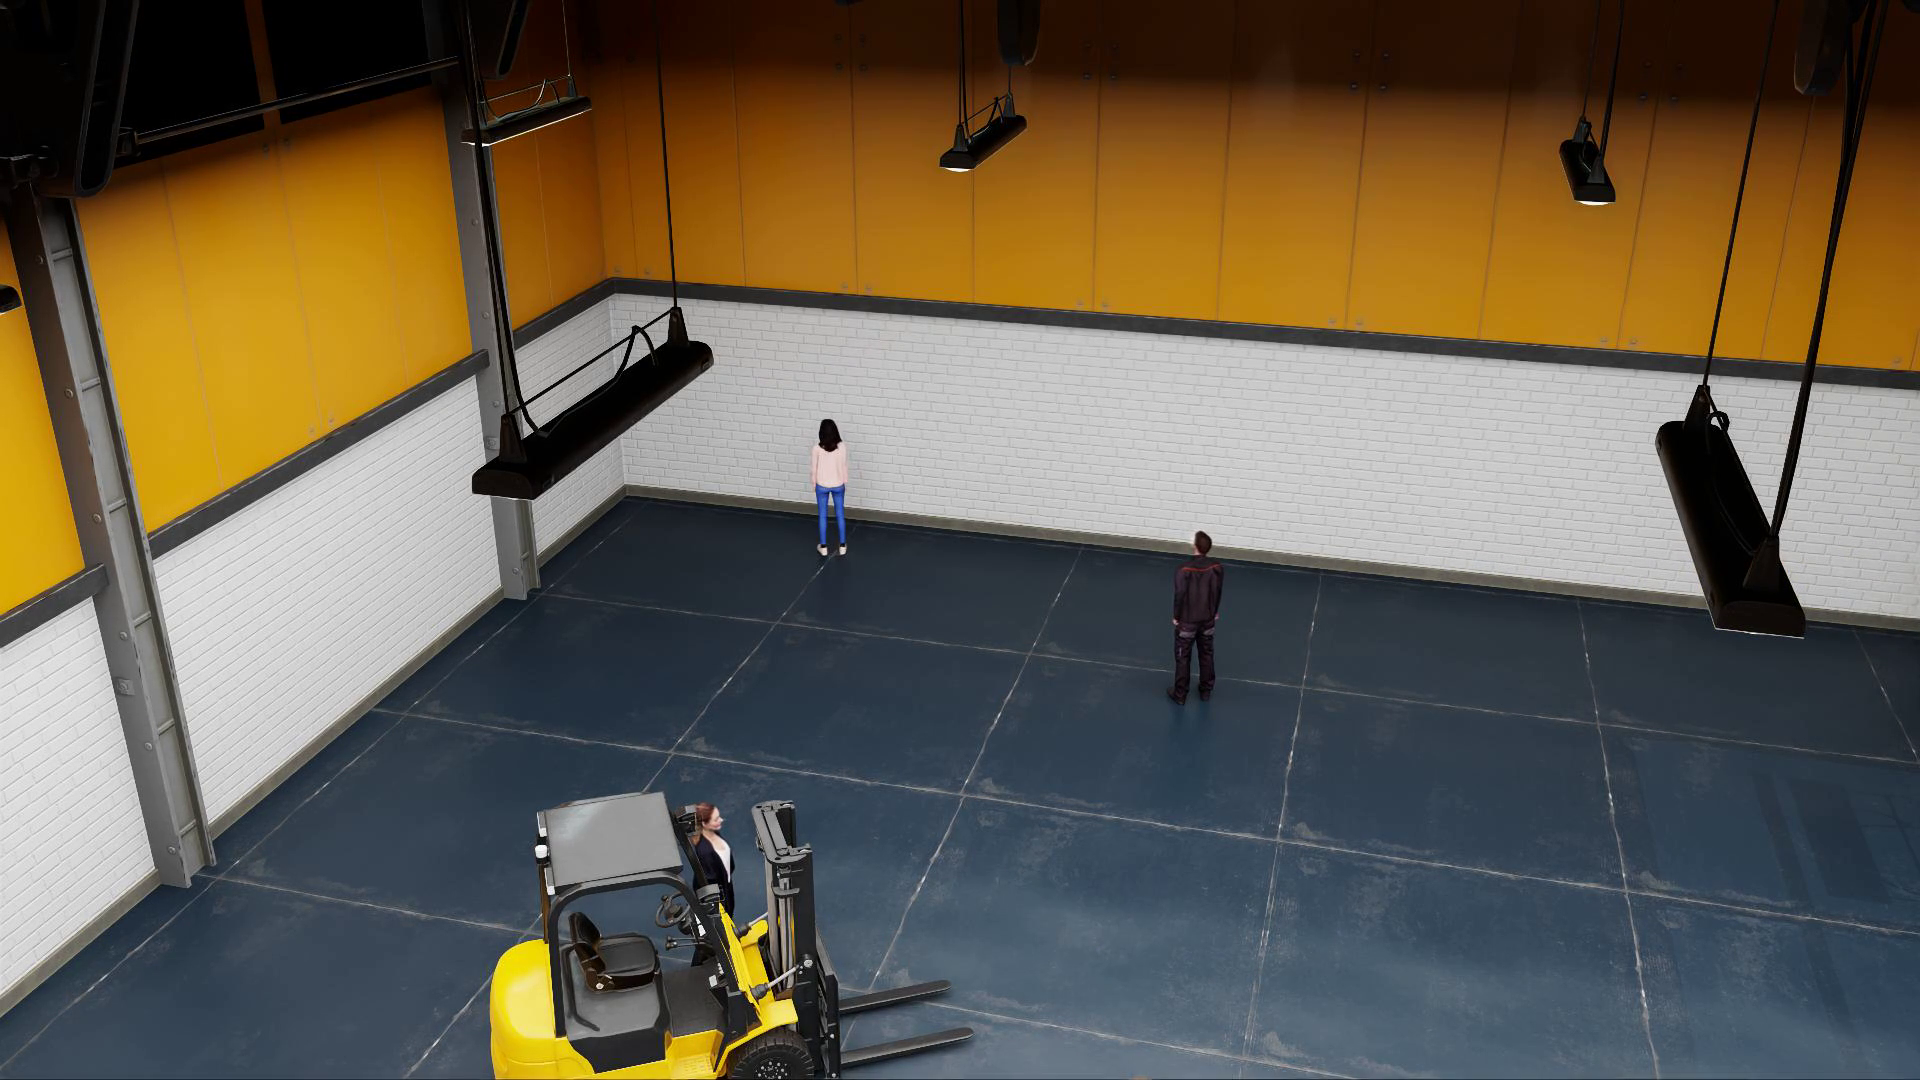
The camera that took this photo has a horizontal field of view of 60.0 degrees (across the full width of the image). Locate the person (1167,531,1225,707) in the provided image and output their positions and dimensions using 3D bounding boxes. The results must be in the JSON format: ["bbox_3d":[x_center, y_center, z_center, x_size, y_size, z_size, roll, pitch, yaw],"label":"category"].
[{"bbox_3d":[2.443,0.792,17.227,0.779,1.921,0.771,-6,24,-13],"label":"person"}]

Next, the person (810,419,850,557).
[{"bbox_3d":[-1.618,-0.661,20.744,0.708,1.766,0.681,-3,24,-7],"label":"person"}]

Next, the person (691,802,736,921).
[{"bbox_3d":[-1.942,2.775,12.988,0.747,1.684,0.588,0,24,-1],"label":"person"}]
